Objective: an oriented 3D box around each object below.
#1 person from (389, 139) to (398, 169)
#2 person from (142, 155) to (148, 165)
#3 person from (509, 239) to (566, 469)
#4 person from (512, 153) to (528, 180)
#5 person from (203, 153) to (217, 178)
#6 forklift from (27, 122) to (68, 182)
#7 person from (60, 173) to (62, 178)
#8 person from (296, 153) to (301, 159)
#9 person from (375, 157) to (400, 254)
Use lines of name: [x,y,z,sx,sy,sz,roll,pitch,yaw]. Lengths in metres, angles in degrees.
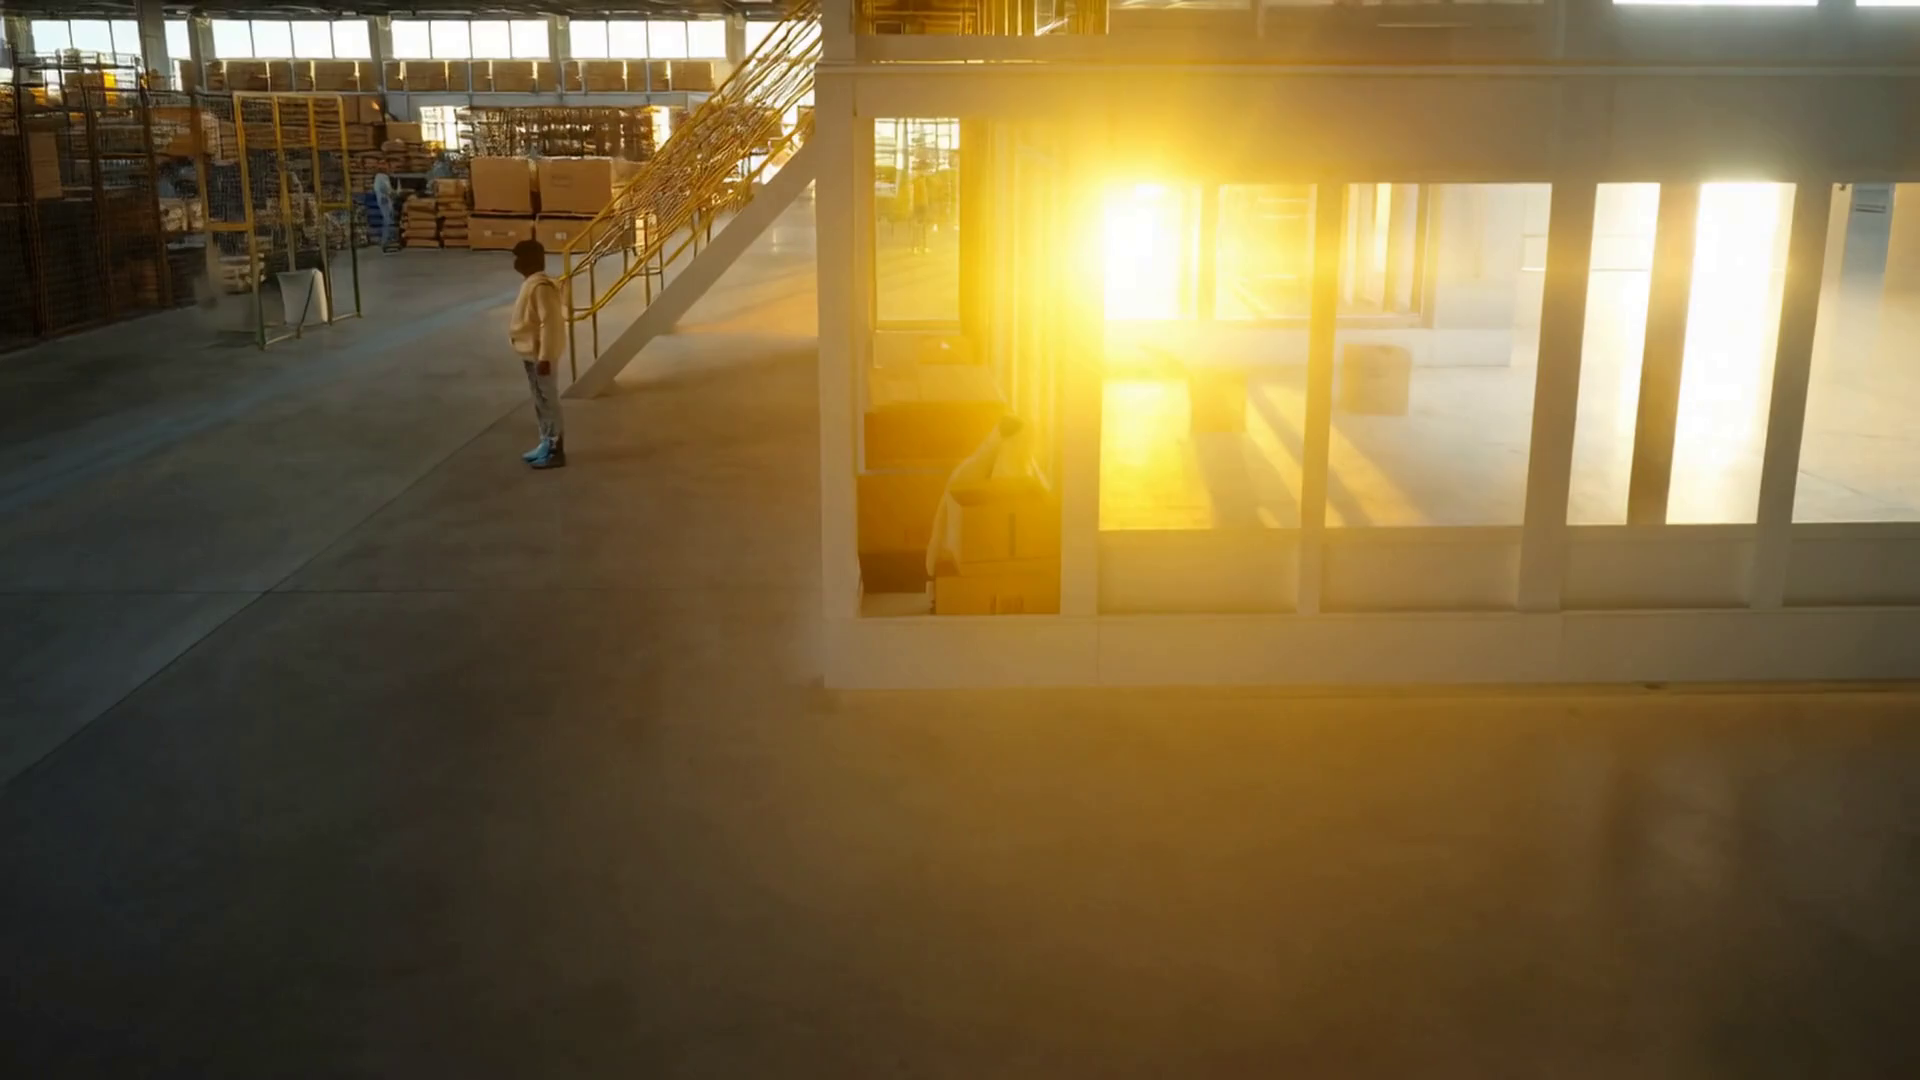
person: [-27.953,-18.777,82.177,0.621,1.992,0.397,13,19,41]
person: [-35.043,-16.194,71.968,0.635,1.937,0.352,-8,16,-28]
person: [-3.411,-1.500,13.446,0.429,1.836,0.629,-5,15,-21]
person: [-15.639,-12.902,59.240,0.549,1.713,0.895,6,15,23]
person: [-24.694,-11.806,54.699,0.599,1.813,0.698,-1,14,-5]
forklift: [-35.376,-14.773,64.377,1.129,2.768,1.873,-1,14,-2]
person: [-17.741,-6.364,32.851,0.327,1.862,0.503,-13,19,-42]
person: [-25.021,-13.835,63.072,0.539,1.677,0.694,-5,15,-19]
person: [-12.265,-7.138,35.561,0.376,2.044,0.607,-6,15,-23]
